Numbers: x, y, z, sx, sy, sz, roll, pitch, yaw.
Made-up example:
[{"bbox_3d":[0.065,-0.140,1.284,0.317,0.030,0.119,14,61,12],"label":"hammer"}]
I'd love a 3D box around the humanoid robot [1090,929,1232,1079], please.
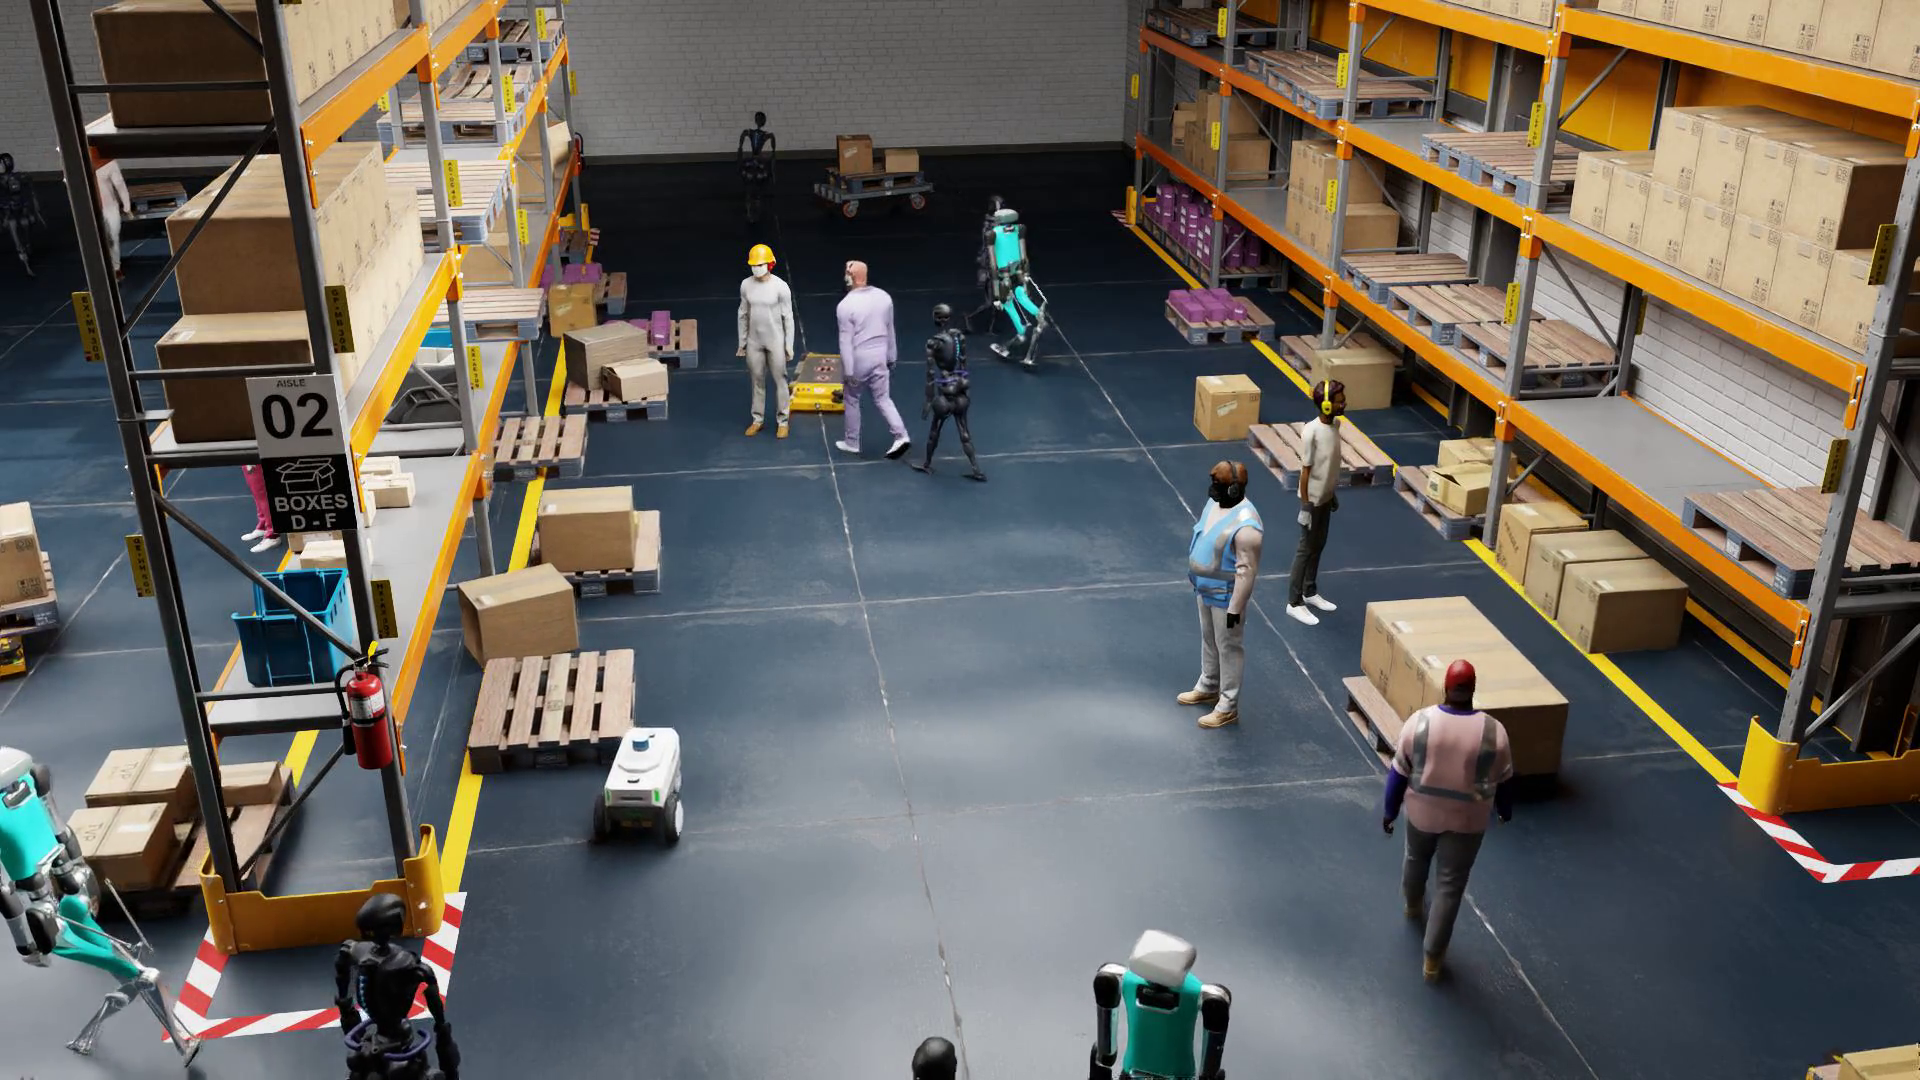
[{"bbox_3d":[0.696,2.393,6.390,0.532,1.759,0.849,8,25,18],"label":"humanoid robot"}]

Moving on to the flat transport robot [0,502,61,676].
[{"bbox_3d":[-7.240,0.673,12.145,0.659,0.231,1.431,-13,27,-27],"label":"flat transport robot"}]

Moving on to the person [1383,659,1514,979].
[{"bbox_3d":[2.574,1.381,8.735,0.616,1.716,0.866,10,26,21],"label":"person"}]

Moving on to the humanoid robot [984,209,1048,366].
[{"bbox_3d":[0.651,-2.642,17.875,0.545,1.731,0.987,-18,29,-35],"label":"humanoid robot"}]

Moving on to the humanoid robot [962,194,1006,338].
[{"bbox_3d":[0.314,-3.159,19.138,0.491,1.643,0.616,11,26,24],"label":"humanoid robot"}]

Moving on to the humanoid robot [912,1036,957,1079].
[{"bbox_3d":[-0.187,2.565,6.169,0.623,1.625,0.814,3,24,7],"label":"humanoid robot"}]

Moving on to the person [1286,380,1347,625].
[{"bbox_3d":[2.677,-0.295,12.355,0.317,1.874,0.527,17,29,34],"label":"person"}]

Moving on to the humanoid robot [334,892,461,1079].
[{"bbox_3d":[-2.348,2.187,6.953,0.605,1.656,0.310,9,25,19],"label":"humanoid robot"}]

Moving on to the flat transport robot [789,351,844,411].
[{"bbox_3d":[-1.410,-1.672,17.486,0.659,0.231,1.431,1,24,2],"label":"flat transport robot"}]

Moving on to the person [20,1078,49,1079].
[{"bbox_3d":[-3.061,2.664,5.552,0.439,1.921,0.667,-4,24,-8],"label":"person"}]

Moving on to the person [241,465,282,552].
[{"bbox_3d":[-5.819,-0.710,13.590,0.288,1.636,0.497,-15,28,-30],"label":"person"}]

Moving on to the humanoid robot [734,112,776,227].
[{"bbox_3d":[-3.014,-5.394,24.283,0.639,1.643,0.599,3,24,8],"label":"humanoid robot"}]

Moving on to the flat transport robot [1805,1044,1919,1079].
[{"bbox_3d":[4.493,2.778,7.349,0.659,0.231,1.431,-4,24,-9],"label":"flat transport robot"}]

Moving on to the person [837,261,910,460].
[{"bbox_3d":[-0.812,-1.651,15.460,0.679,1.862,0.813,-20,31,-38],"label":"person"}]

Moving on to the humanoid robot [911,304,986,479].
[{"bbox_3d":[-0.110,-1.344,15.036,0.752,1.622,0.589,17,29,33],"label":"humanoid robot"}]

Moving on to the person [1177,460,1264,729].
[{"bbox_3d":[1.711,0.344,10.939,0.429,1.844,0.626,-7,25,-15],"label":"person"}]

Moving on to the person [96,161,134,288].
[{"bbox_3d":[-10.895,-4.159,21.152,0.648,1.875,1.049,-15,28,-31],"label":"person"}]

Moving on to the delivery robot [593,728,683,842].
[{"bbox_3d":[-1.907,1.465,10.008,0.499,0.614,0.803,0,24,0],"label":"delivery robot"}]

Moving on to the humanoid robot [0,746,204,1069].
[{"bbox_3d":[-3.992,1.791,7.831,1.018,1.769,0.553,3,24,7],"label":"humanoid robot"}]

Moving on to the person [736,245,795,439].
[{"bbox_3d":[-1.872,-1.910,16.010,0.580,1.895,0.355,5,24,12],"label":"person"}]

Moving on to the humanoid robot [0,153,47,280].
[{"bbox_3d":[-12.239,-4.214,21.605,0.827,1.631,0.601,22,32,40],"label":"humanoid robot"}]
